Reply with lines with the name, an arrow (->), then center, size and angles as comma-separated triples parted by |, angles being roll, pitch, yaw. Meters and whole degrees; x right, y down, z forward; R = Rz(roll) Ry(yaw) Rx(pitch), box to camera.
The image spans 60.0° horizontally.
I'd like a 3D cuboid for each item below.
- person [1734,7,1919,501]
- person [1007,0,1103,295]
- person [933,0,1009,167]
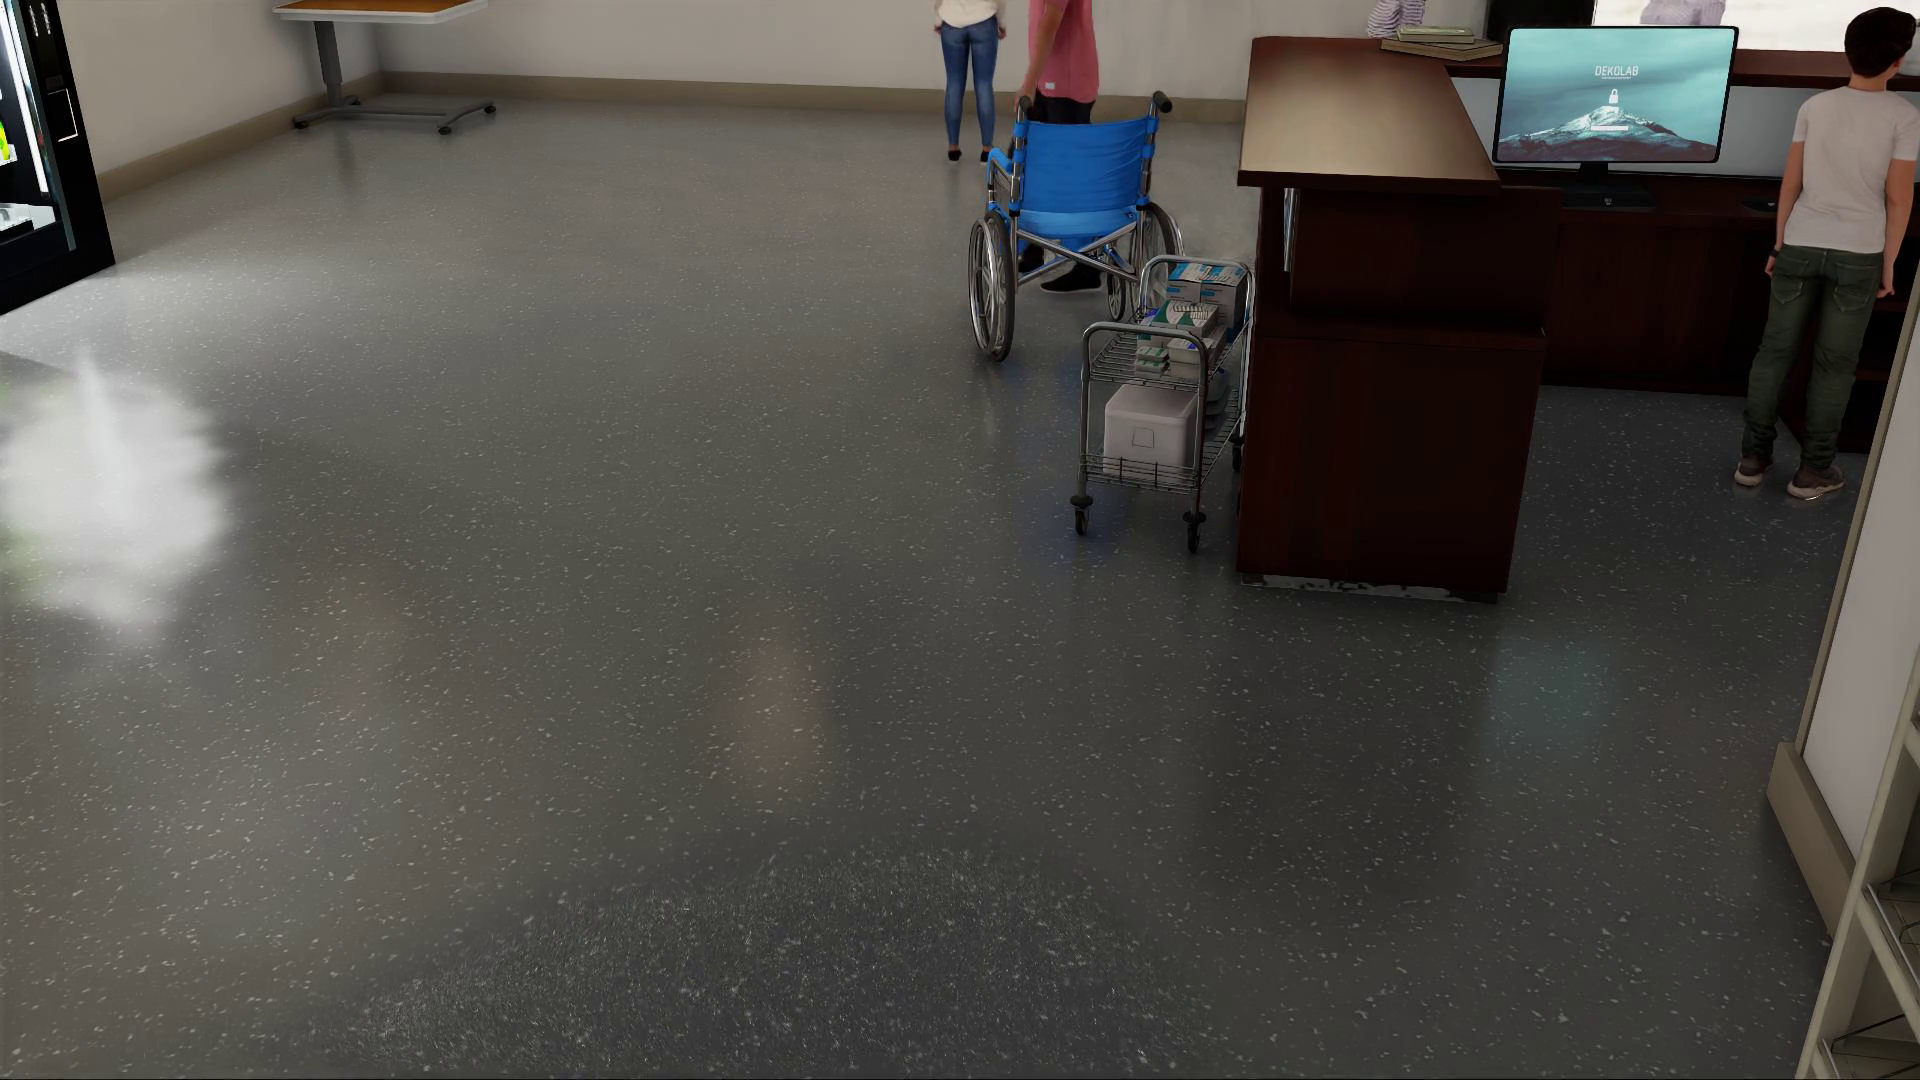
person -> 2.958, -0.958, 5.659 | 0.655, 1.654, 0.683 | 21, 33, 37
person -> 0.572, -2.066, 7.627 | 0.803, 1.941, 0.802 | -3, 26, -6
person -> 0.060, -3.166, 10.194 | 0.624, 1.691, 0.547 | 6, 26, 11
